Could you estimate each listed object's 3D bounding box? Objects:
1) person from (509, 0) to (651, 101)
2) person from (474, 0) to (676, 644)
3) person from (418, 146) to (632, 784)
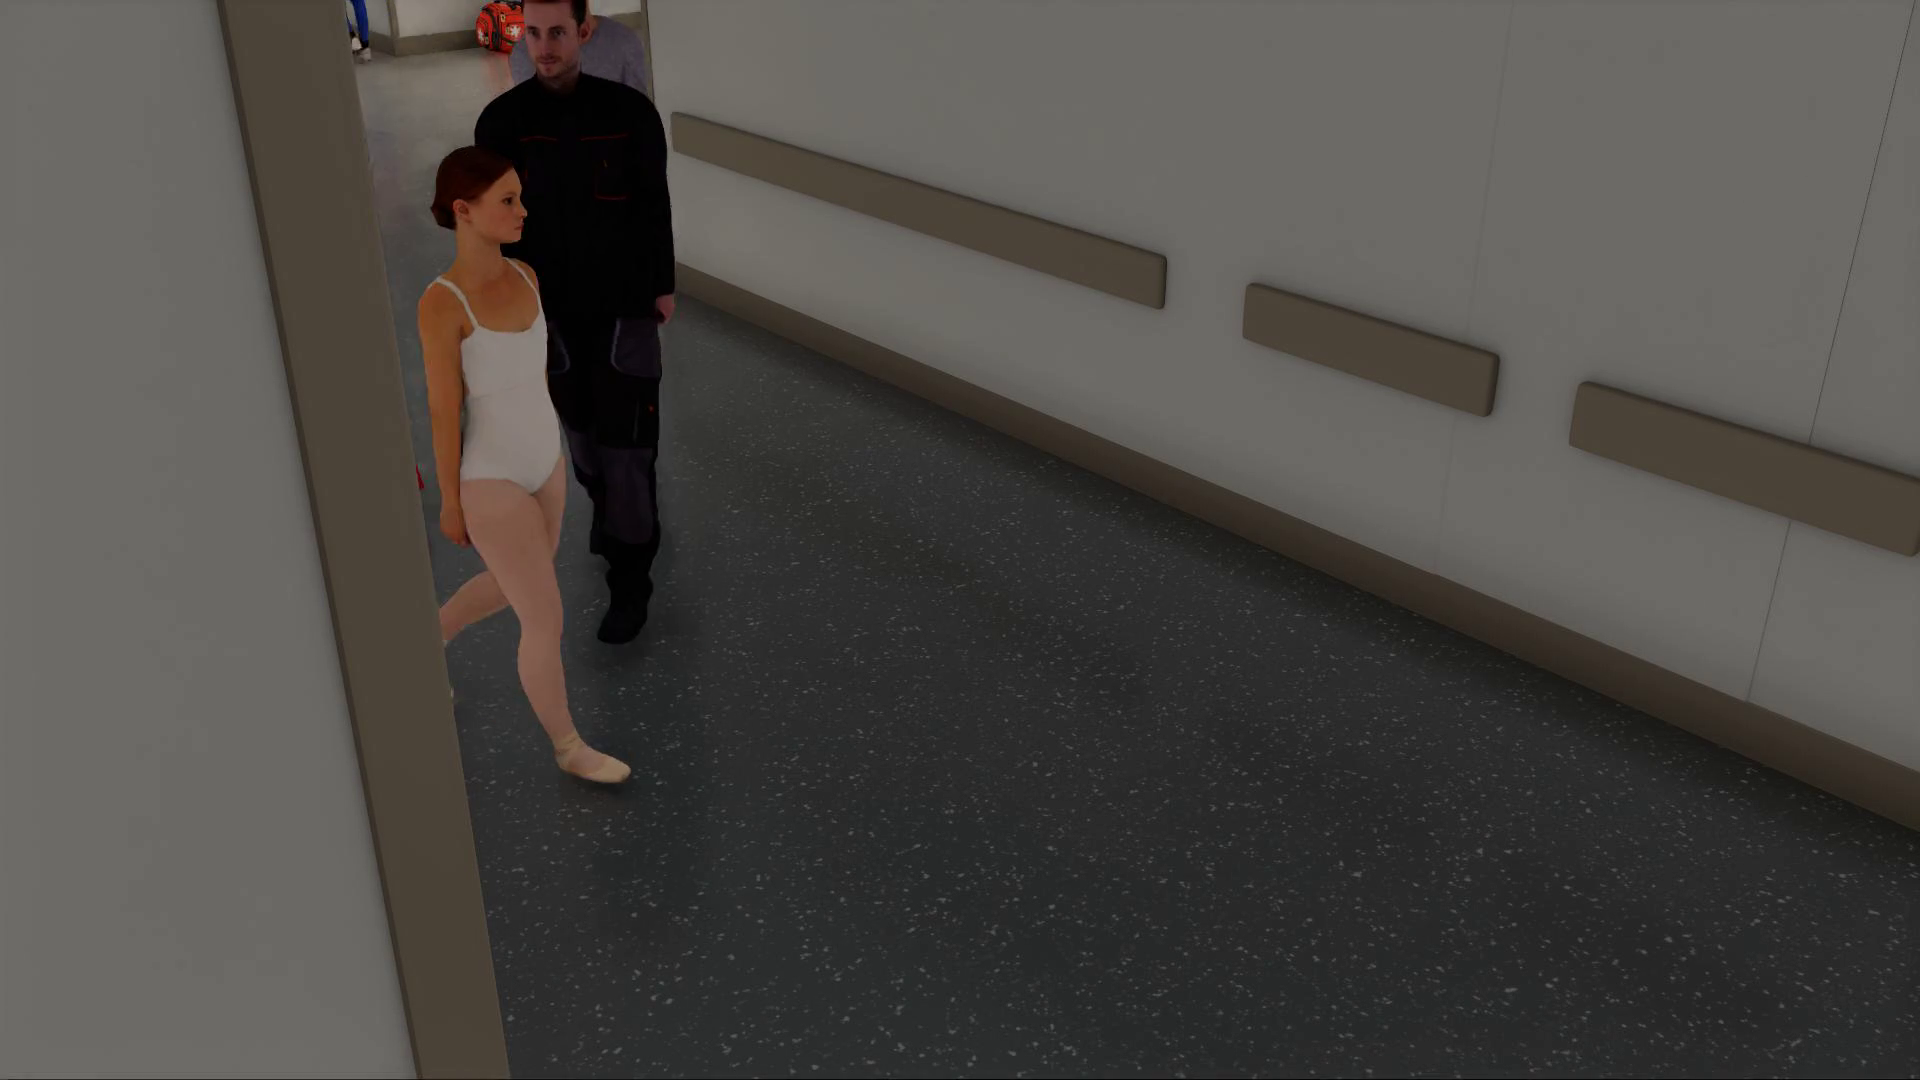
[{"bbox_3d":[-1.411,-1.359,6.442,1.065,1.821,0.966,-8,27,-16],"label":"person"},{"bbox_3d":[-1.121,-0.711,5.049,1.245,1.864,1.237,0,26,-1],"label":"person"},{"bbox_3d":[-1.210,-0.160,4.190,0.905,1.618,1.013,10,28,20],"label":"person"}]
